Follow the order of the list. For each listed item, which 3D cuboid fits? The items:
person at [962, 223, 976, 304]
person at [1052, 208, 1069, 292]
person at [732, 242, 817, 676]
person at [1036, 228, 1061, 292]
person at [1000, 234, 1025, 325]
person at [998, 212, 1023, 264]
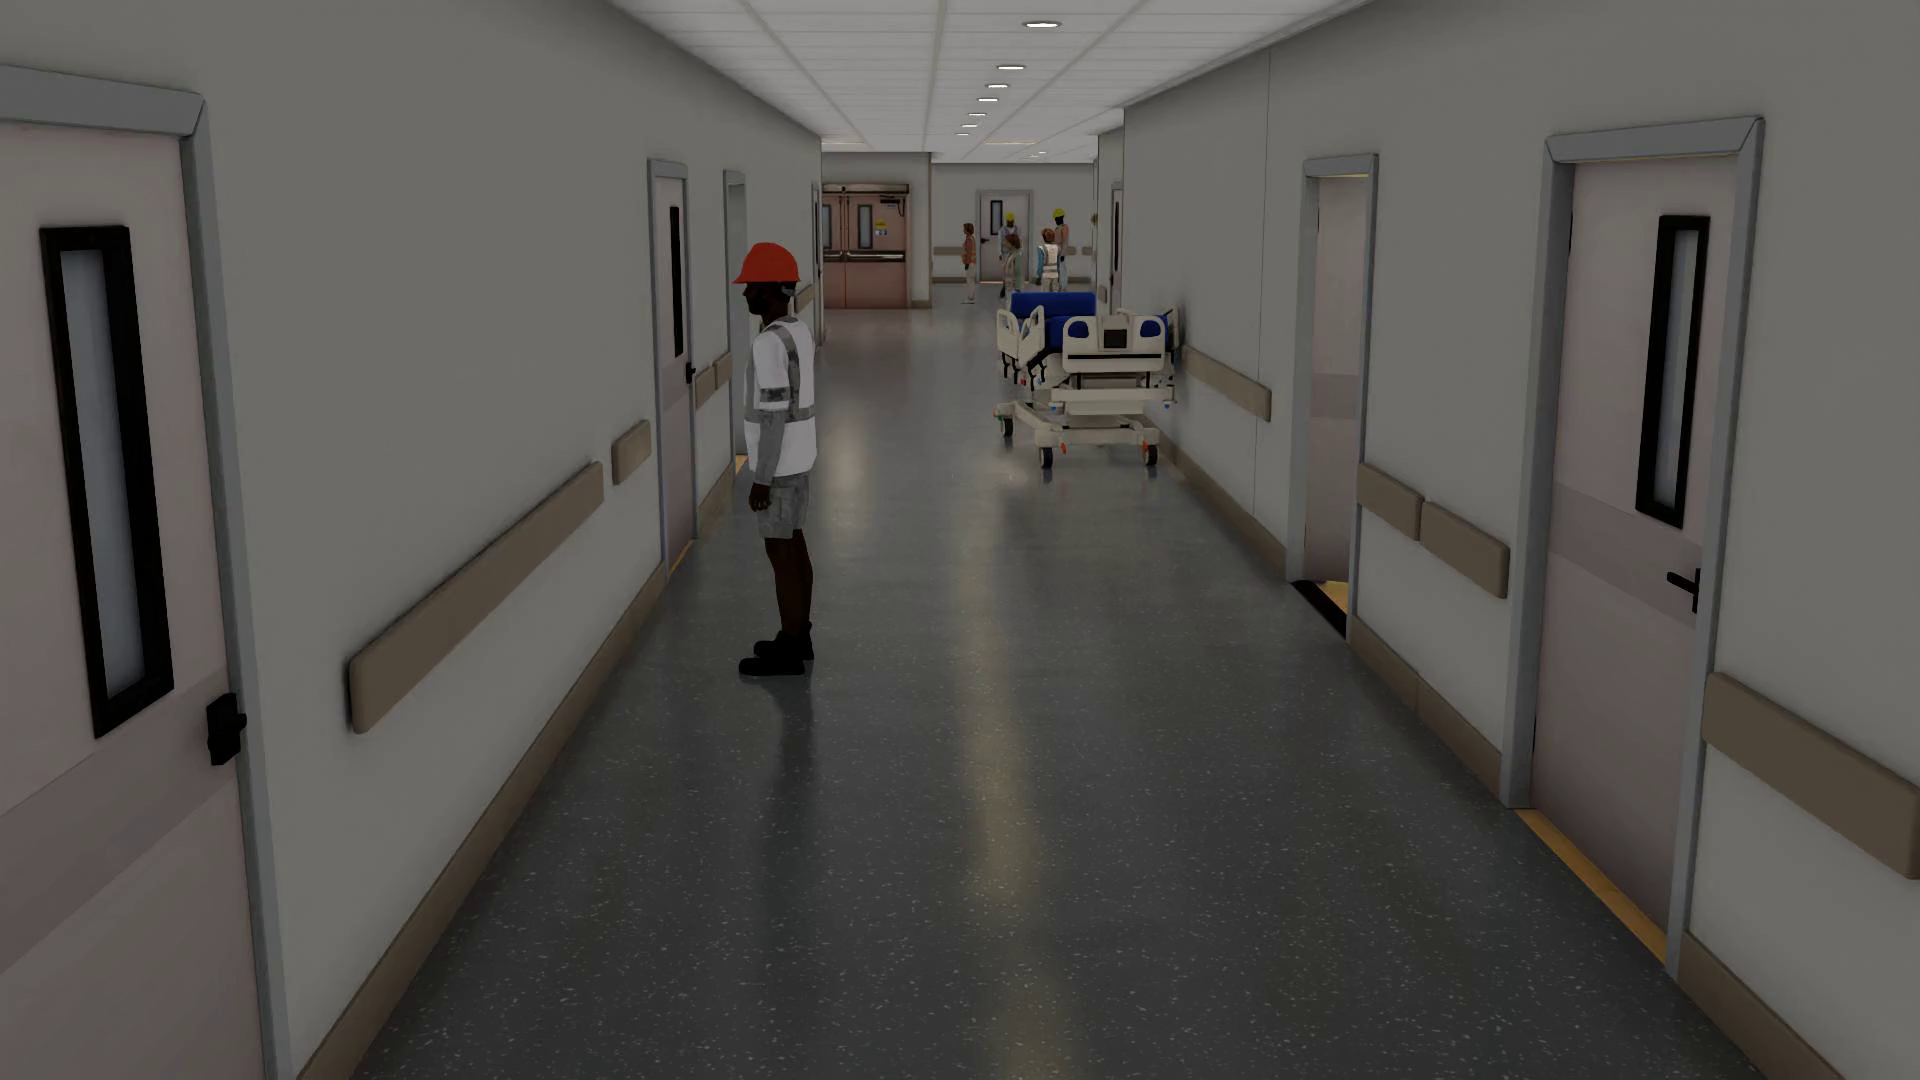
[{"bbox_3d":[0.185,-5.661,34.061,0.308,1.640,0.511,1,12,4],"label":"person"},{"bbox_3d":[2.192,-6.302,36.500,0.374,1.919,0.585,-3,12,-13],"label":"person"},{"bbox_3d":[-0.833,-0.354,7.479,0.360,1.938,0.545,2,12,8],"label":"person"},{"bbox_3d":[1.472,-4.363,27.737,0.523,1.639,0.306,-10,16,-41],"label":"person"},{"bbox_3d":[0.779,-3.629,24.227,0.354,1.620,0.590,-2,12,-10],"label":"person"},{"bbox_3d":[1.182,-6.757,38.970,0.610,1.815,0.435,-3,12,-14],"label":"person"}]
